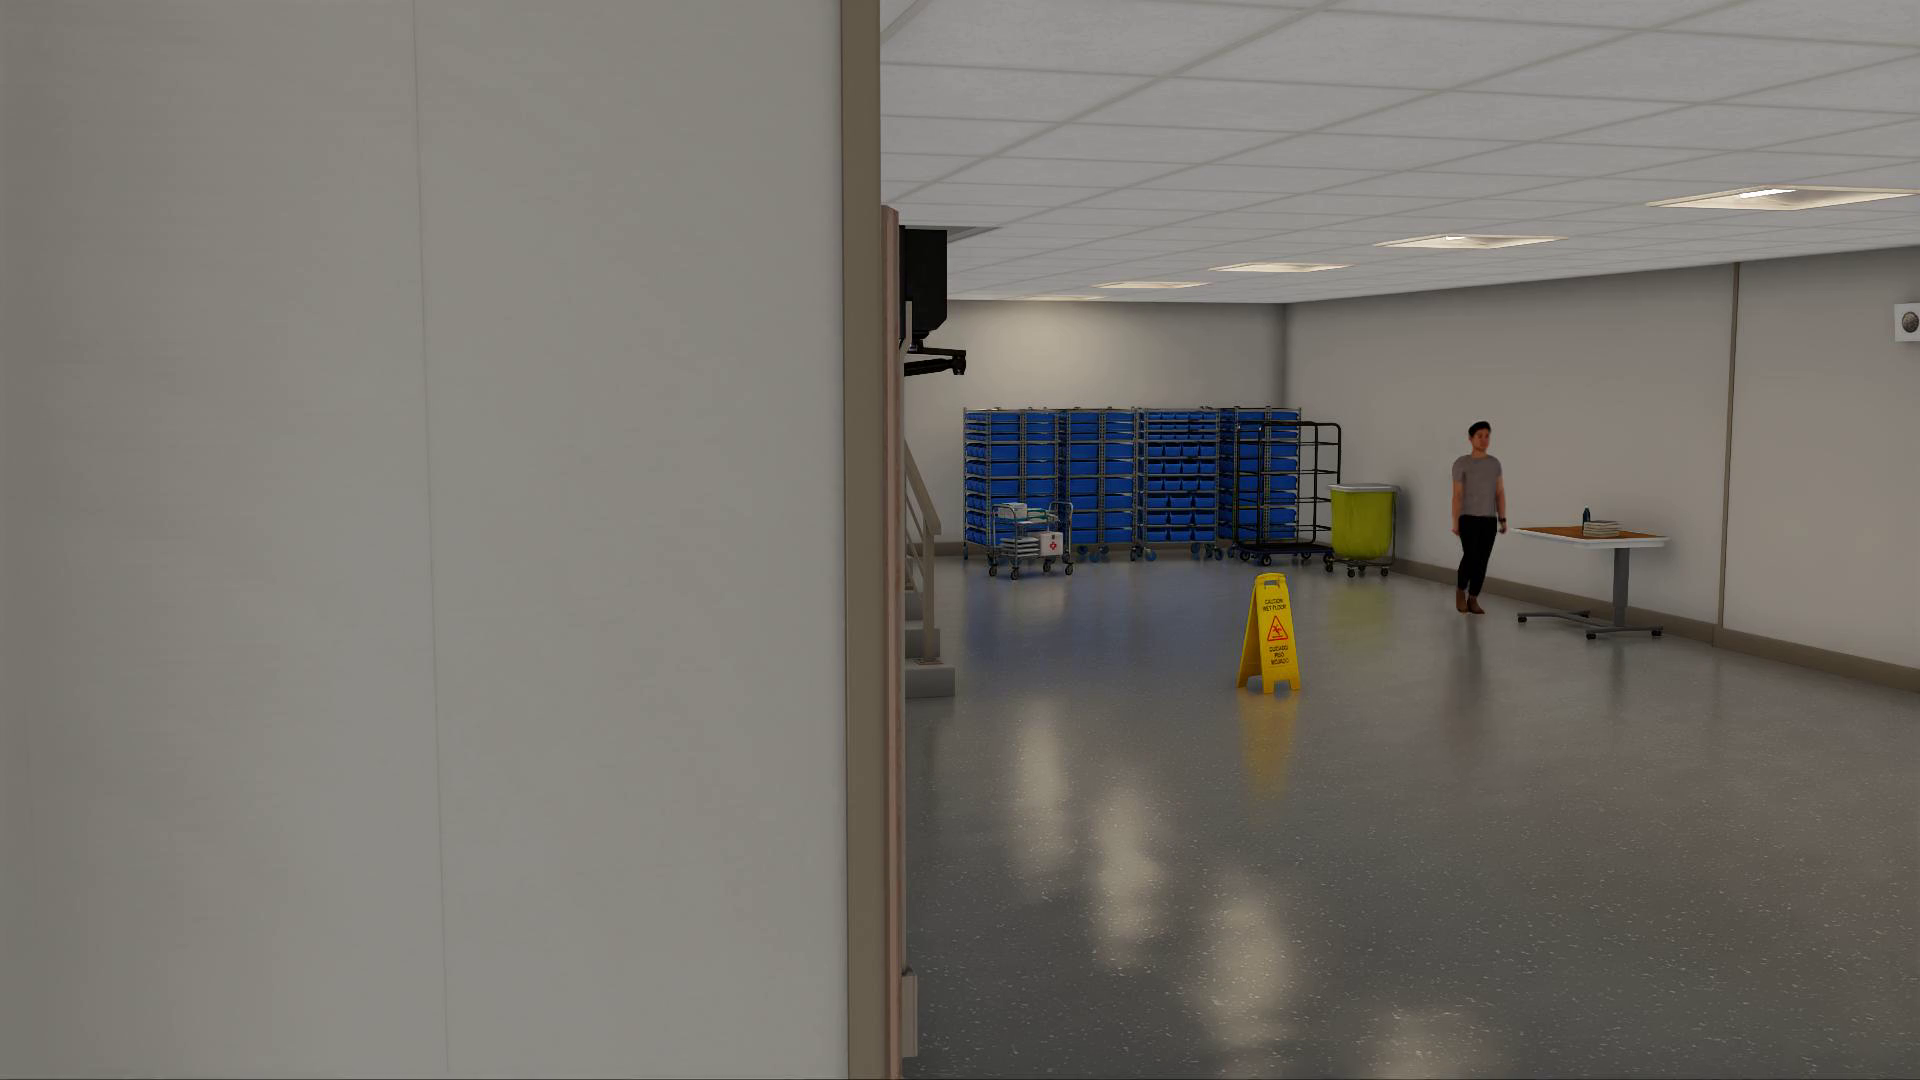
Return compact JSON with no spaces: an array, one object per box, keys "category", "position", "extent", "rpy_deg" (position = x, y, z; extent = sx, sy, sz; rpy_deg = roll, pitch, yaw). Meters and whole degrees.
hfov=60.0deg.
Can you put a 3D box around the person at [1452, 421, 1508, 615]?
[{"category":"person","position":[4.573,-0.197,14.790],"extent":[0.630,1.709,0.632],"rpy_deg":[-1,6,-8]}]
